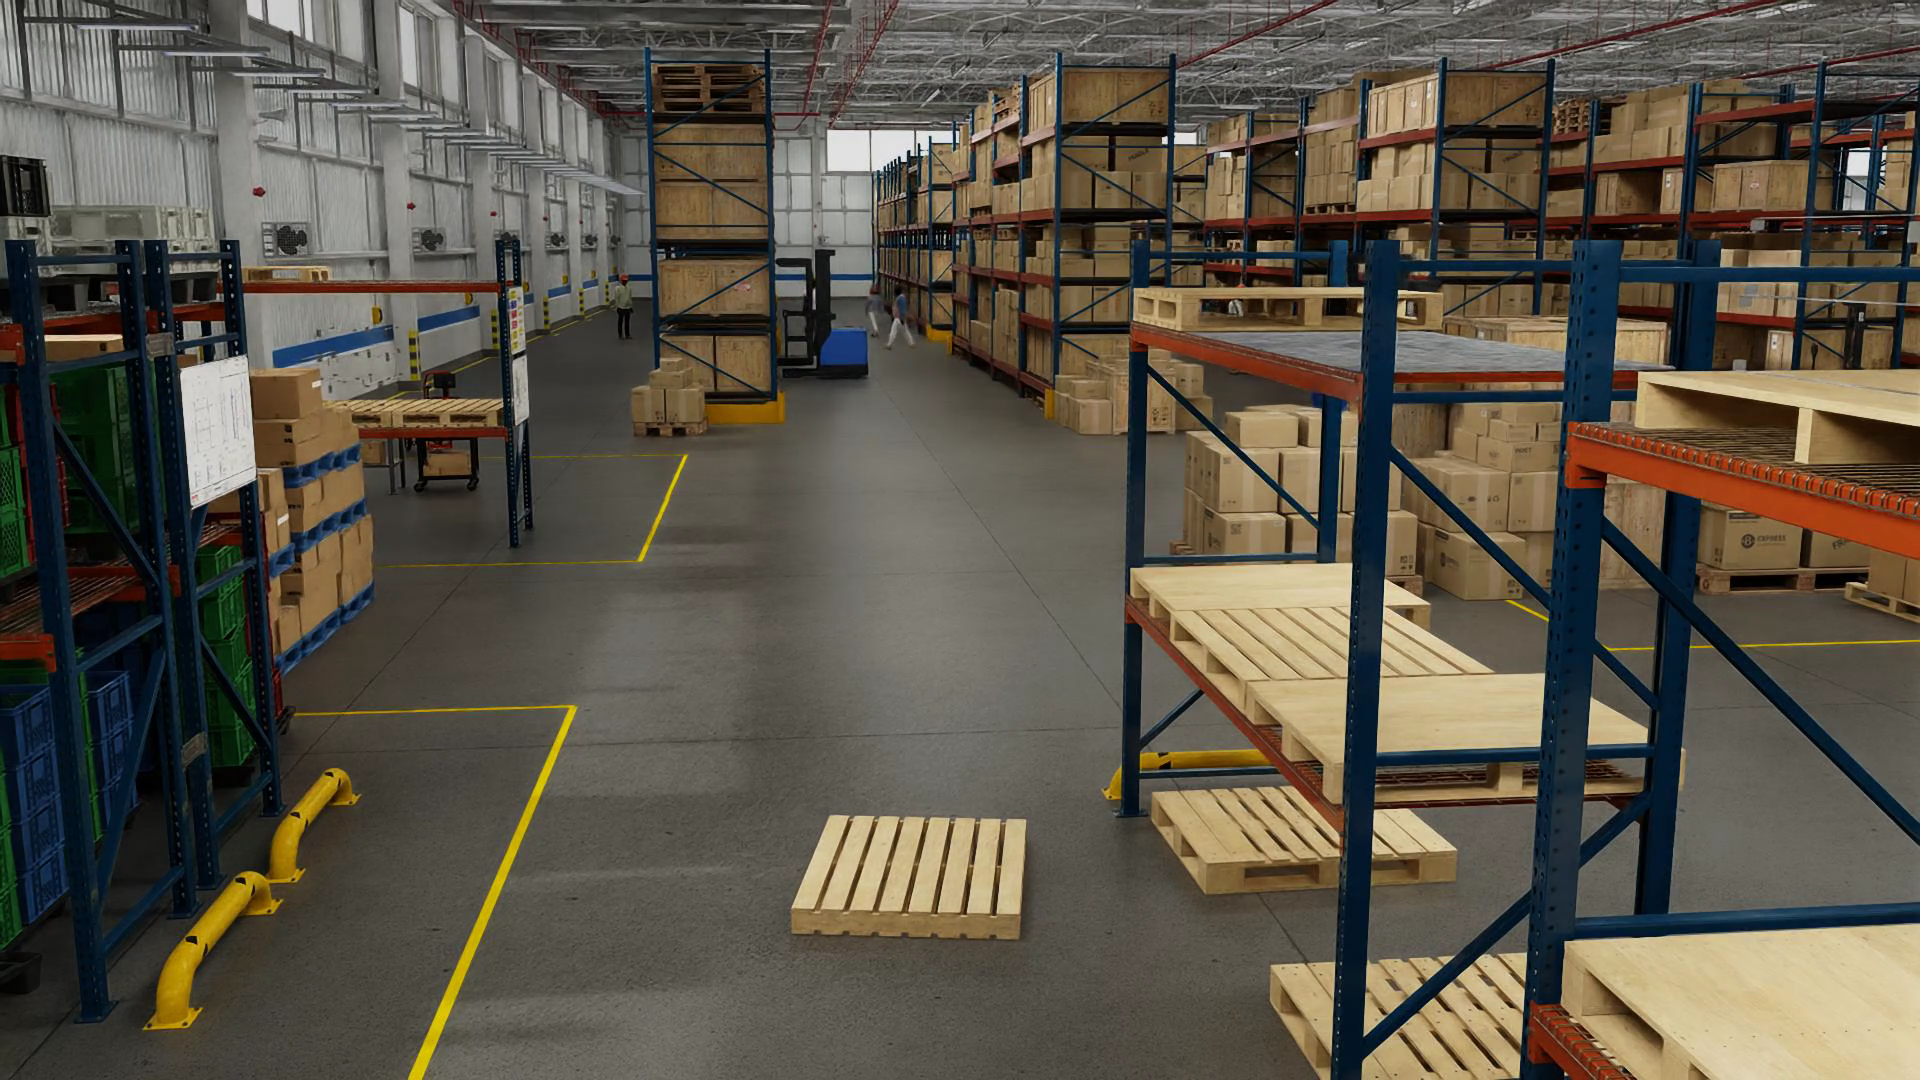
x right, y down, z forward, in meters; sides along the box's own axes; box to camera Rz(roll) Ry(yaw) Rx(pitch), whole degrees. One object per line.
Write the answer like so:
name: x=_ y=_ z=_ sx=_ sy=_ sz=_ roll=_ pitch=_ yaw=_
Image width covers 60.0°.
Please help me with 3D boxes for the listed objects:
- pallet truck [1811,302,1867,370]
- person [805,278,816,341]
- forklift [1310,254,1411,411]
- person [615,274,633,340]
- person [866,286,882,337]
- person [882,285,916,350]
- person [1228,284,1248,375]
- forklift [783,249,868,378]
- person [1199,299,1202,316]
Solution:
pallet truck: x=15.846 y=-3.142 z=28.793 sx=1.885 sy=1.965 sz=0.823 roll=2 pitch=10 yaw=12
person: x=-4.382 y=-6.957 z=50.192 sx=0.615 sy=1.903 sz=0.495 roll=2 pitch=10 yaw=10
forklift: x=6.143 y=-2.853 z=24.744 sx=1.129 sy=2.768 sz=1.873 roll=10 pitch=14 yaw=43
person: x=-10.250 y=-7.110 z=50.780 sx=0.381 sy=1.994 sz=0.622 roll=8 pitch=13 yaw=38
person: x=-2.655 y=-7.084 z=51.733 sx=0.523 sy=1.605 sz=0.718 roll=-5 pitch=11 yaw=-27
person: x=-1.669 y=-6.177 z=46.174 sx=0.950 sy=1.802 sz=0.631 roll=0 pitch=10 yaw=-2
person: x=6.334 y=-4.745 z=37.546 sx=0.611 sy=2.042 sz=0.394 roll=-6 pitch=12 yaw=-31
forklift: x=-2.996 y=-5.013 z=36.709 sx=1.873 sy=2.768 sz=1.129 roll=-1 pitch=10 yaw=-6
person: x=6.585 y=-5.975 z=45.602 sx=0.776 sy=1.602 sz=0.508 roll=-3 pitch=11 yaw=-17
